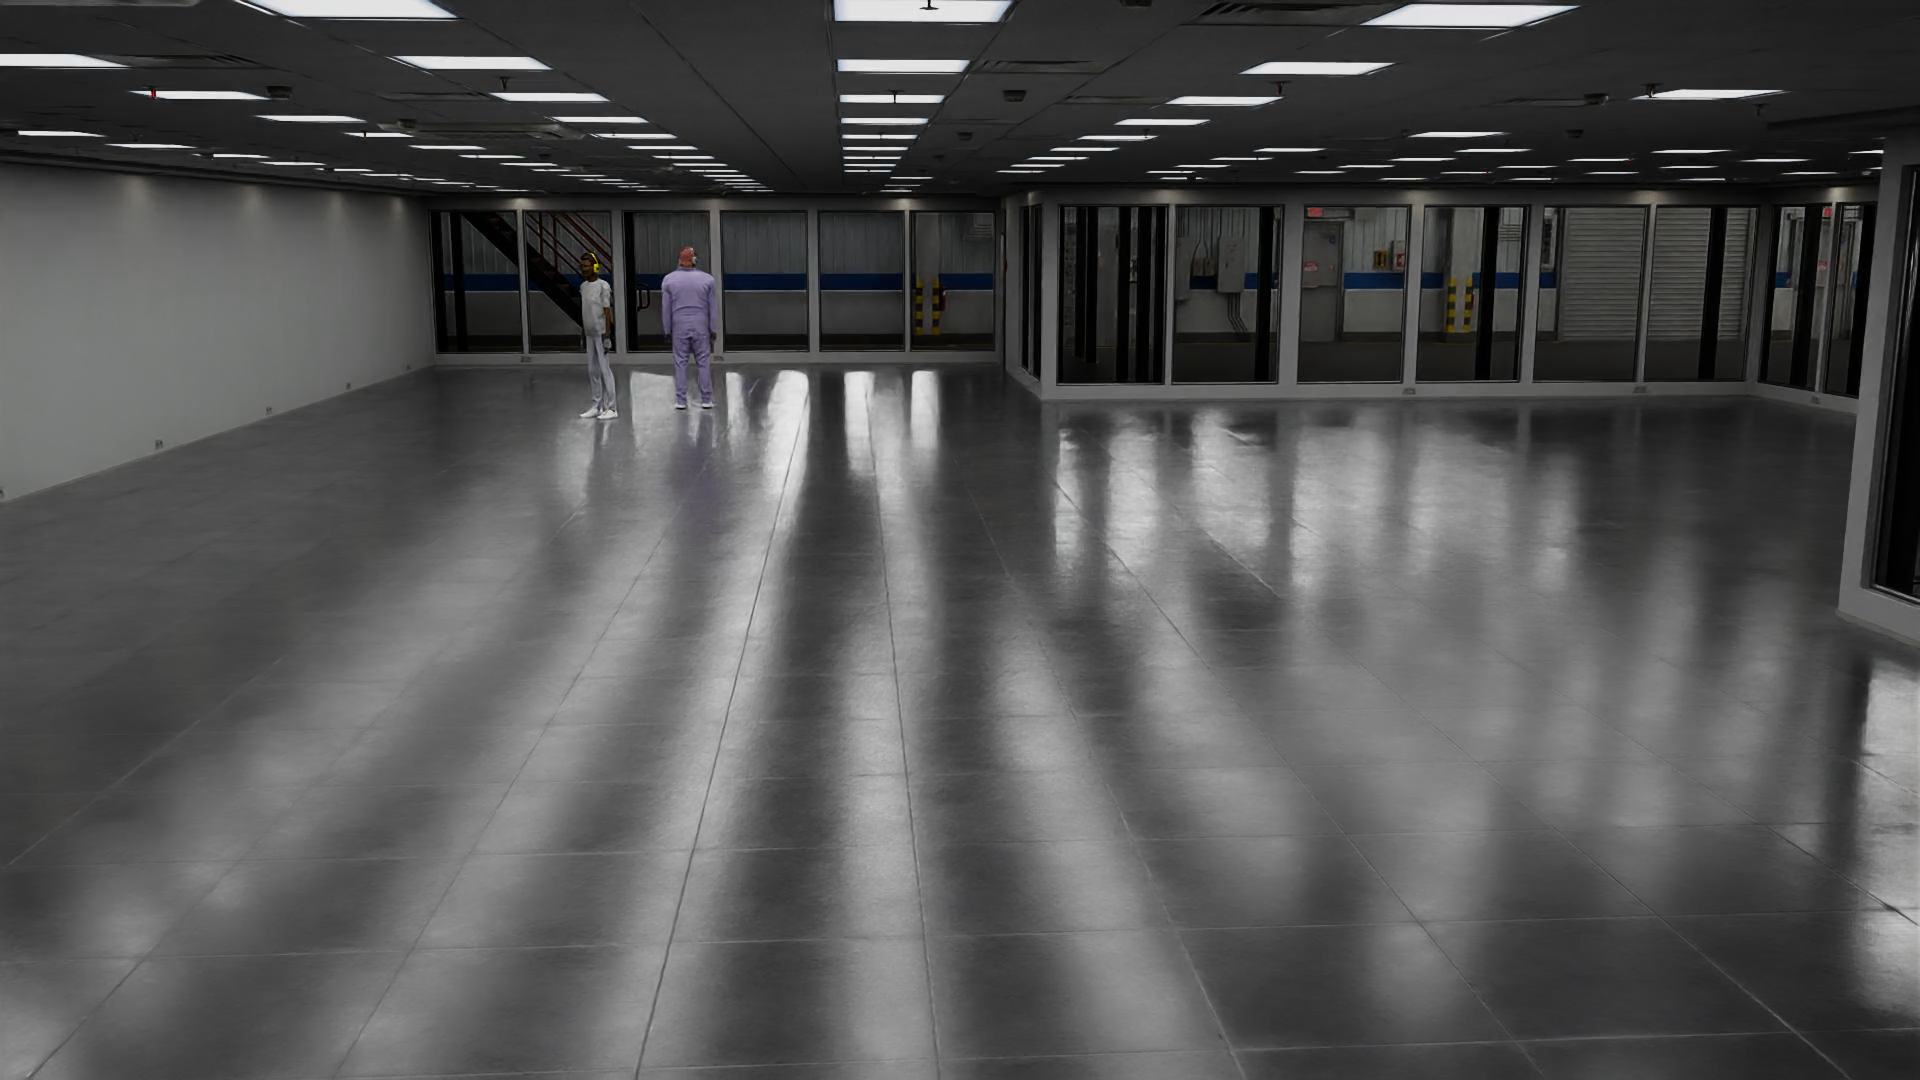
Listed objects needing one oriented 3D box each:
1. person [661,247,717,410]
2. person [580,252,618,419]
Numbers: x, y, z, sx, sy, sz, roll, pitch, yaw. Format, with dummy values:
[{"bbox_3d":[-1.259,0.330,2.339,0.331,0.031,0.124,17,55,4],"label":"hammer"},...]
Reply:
[{"bbox_3d":[-3.187,-2.489,19.618,0.643,1.905,0.399,-2,11,-10],"label":"person"},{"bbox_3d":[-4.075,-2.276,18.615,0.507,1.861,0.327,9,14,40],"label":"person"}]
